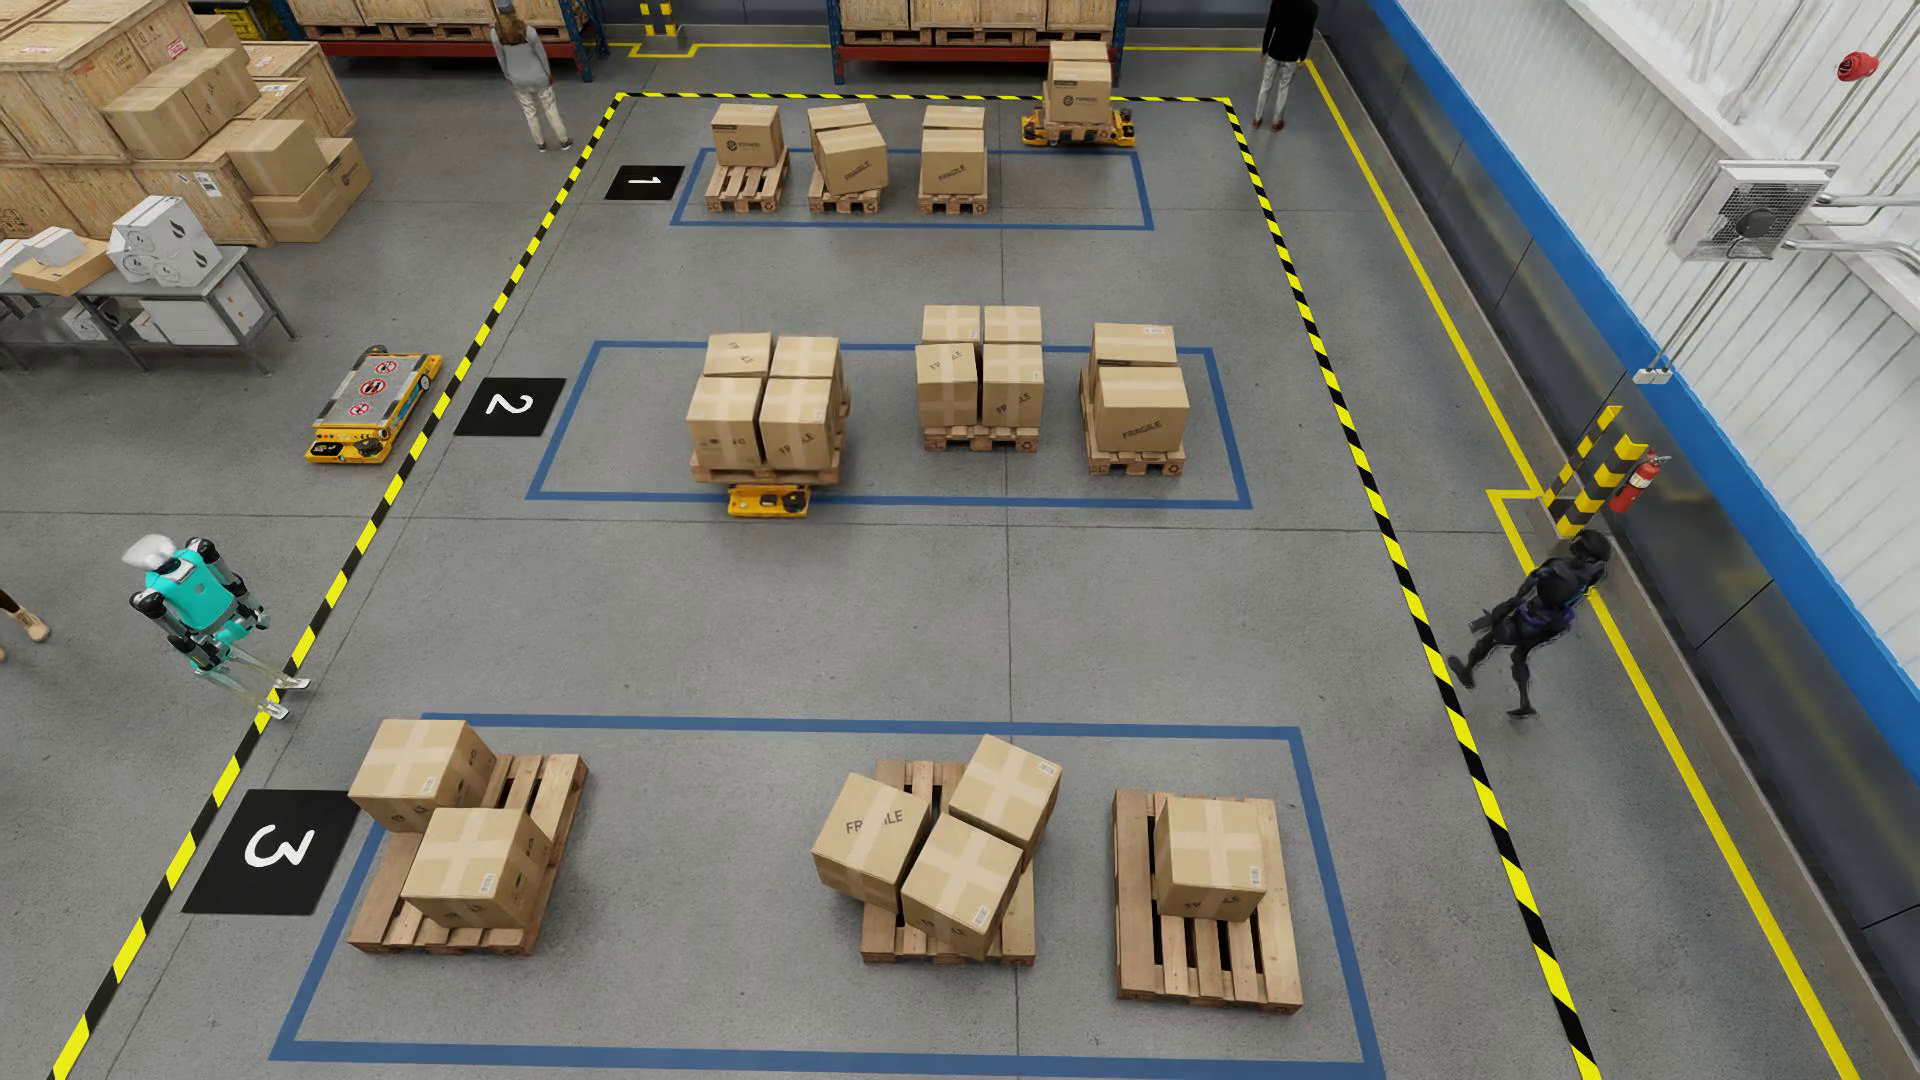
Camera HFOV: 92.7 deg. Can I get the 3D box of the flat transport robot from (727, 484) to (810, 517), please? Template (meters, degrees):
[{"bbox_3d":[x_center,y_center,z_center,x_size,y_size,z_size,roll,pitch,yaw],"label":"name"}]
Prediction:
[{"bbox_3d":[-1.593,-0.791,8.018,0.652,0.197,1.431,1,50,1],"label":"flat transport robot"}]

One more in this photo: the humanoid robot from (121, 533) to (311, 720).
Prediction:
[{"bbox_3d":[-4.849,0.546,5.855,0.735,1.677,0.533,9,50,8],"label":"humanoid robot"}]

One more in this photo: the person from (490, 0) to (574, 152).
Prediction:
[{"bbox_3d":[-5.241,-5.626,11.143,0.564,1.769,0.394,-5,50,-4],"label":"person"}]

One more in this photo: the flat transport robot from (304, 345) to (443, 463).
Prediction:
[{"bbox_3d":[-5.383,-1.269,8.441,0.659,0.231,1.431,1,50,1],"label":"flat transport robot"}]

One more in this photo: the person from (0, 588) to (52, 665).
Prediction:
[{"bbox_3d":[-7.072,0.134,6.102,0.398,2.038,0.607,37,59,27],"label":"person"}]

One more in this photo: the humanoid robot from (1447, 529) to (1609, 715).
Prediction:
[{"bbox_3d":[3.739,0.575,5.963,0.593,1.645,0.593,-8,50,-6],"label":"humanoid robot"}]

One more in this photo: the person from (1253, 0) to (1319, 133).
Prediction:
[{"bbox_3d":[4.052,-6.096,11.468,0.586,1.884,0.384,24,54,19],"label":"person"}]

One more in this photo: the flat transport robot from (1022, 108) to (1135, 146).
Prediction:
[{"bbox_3d":[1.528,-5.378,11.899,1.431,0.197,0.652,1,50,1],"label":"flat transport robot"}]
